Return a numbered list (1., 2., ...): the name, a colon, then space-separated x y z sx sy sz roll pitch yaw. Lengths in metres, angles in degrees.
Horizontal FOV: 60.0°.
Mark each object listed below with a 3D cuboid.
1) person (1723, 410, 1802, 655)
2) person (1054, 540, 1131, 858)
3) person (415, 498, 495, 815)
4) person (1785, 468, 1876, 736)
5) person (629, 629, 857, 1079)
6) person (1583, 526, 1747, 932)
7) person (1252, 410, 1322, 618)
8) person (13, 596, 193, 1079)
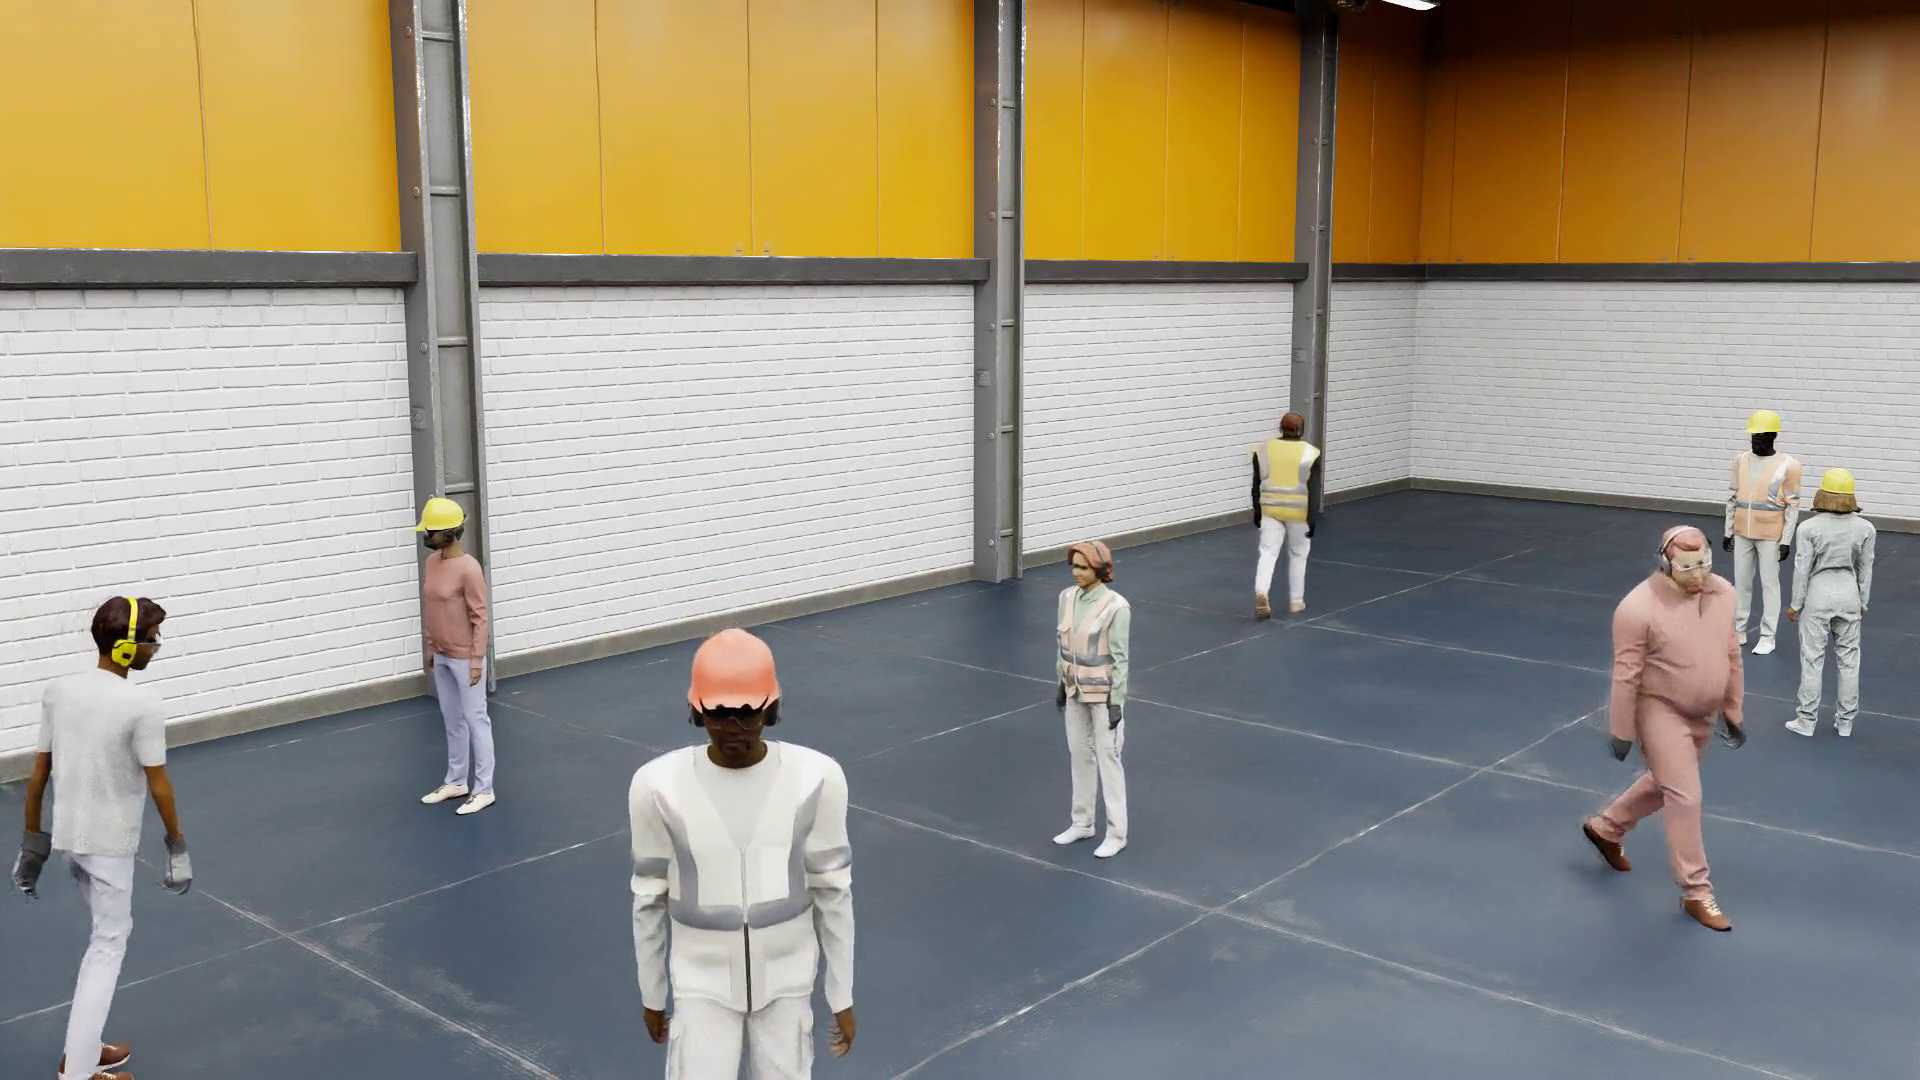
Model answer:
1. person: 6.294 -0.064 13.116 0.370 1.927 0.588 -6 11 -32
2. person: 0.687 0.806 8.586 0.313 1.630 0.517 -7 11 -36
3. person: -2.804 0.639 9.216 0.526 1.765 0.330 8 12 42
4. person: 5.614 0.404 10.750 0.484 1.744 0.295 1 9 6
5. person: -0.595 1.240 4.631 0.610 2.030 0.418 -2 9 -11
6. person: 3.304 0.814 7.847 0.652 1.852 0.913 -4 10 -26
7. person: 2.820 -0.223 14.477 0.630 1.821 0.820 4 10 24
8. person: -3.096 1.118 5.989 0.534 1.828 0.551 4 10 22
